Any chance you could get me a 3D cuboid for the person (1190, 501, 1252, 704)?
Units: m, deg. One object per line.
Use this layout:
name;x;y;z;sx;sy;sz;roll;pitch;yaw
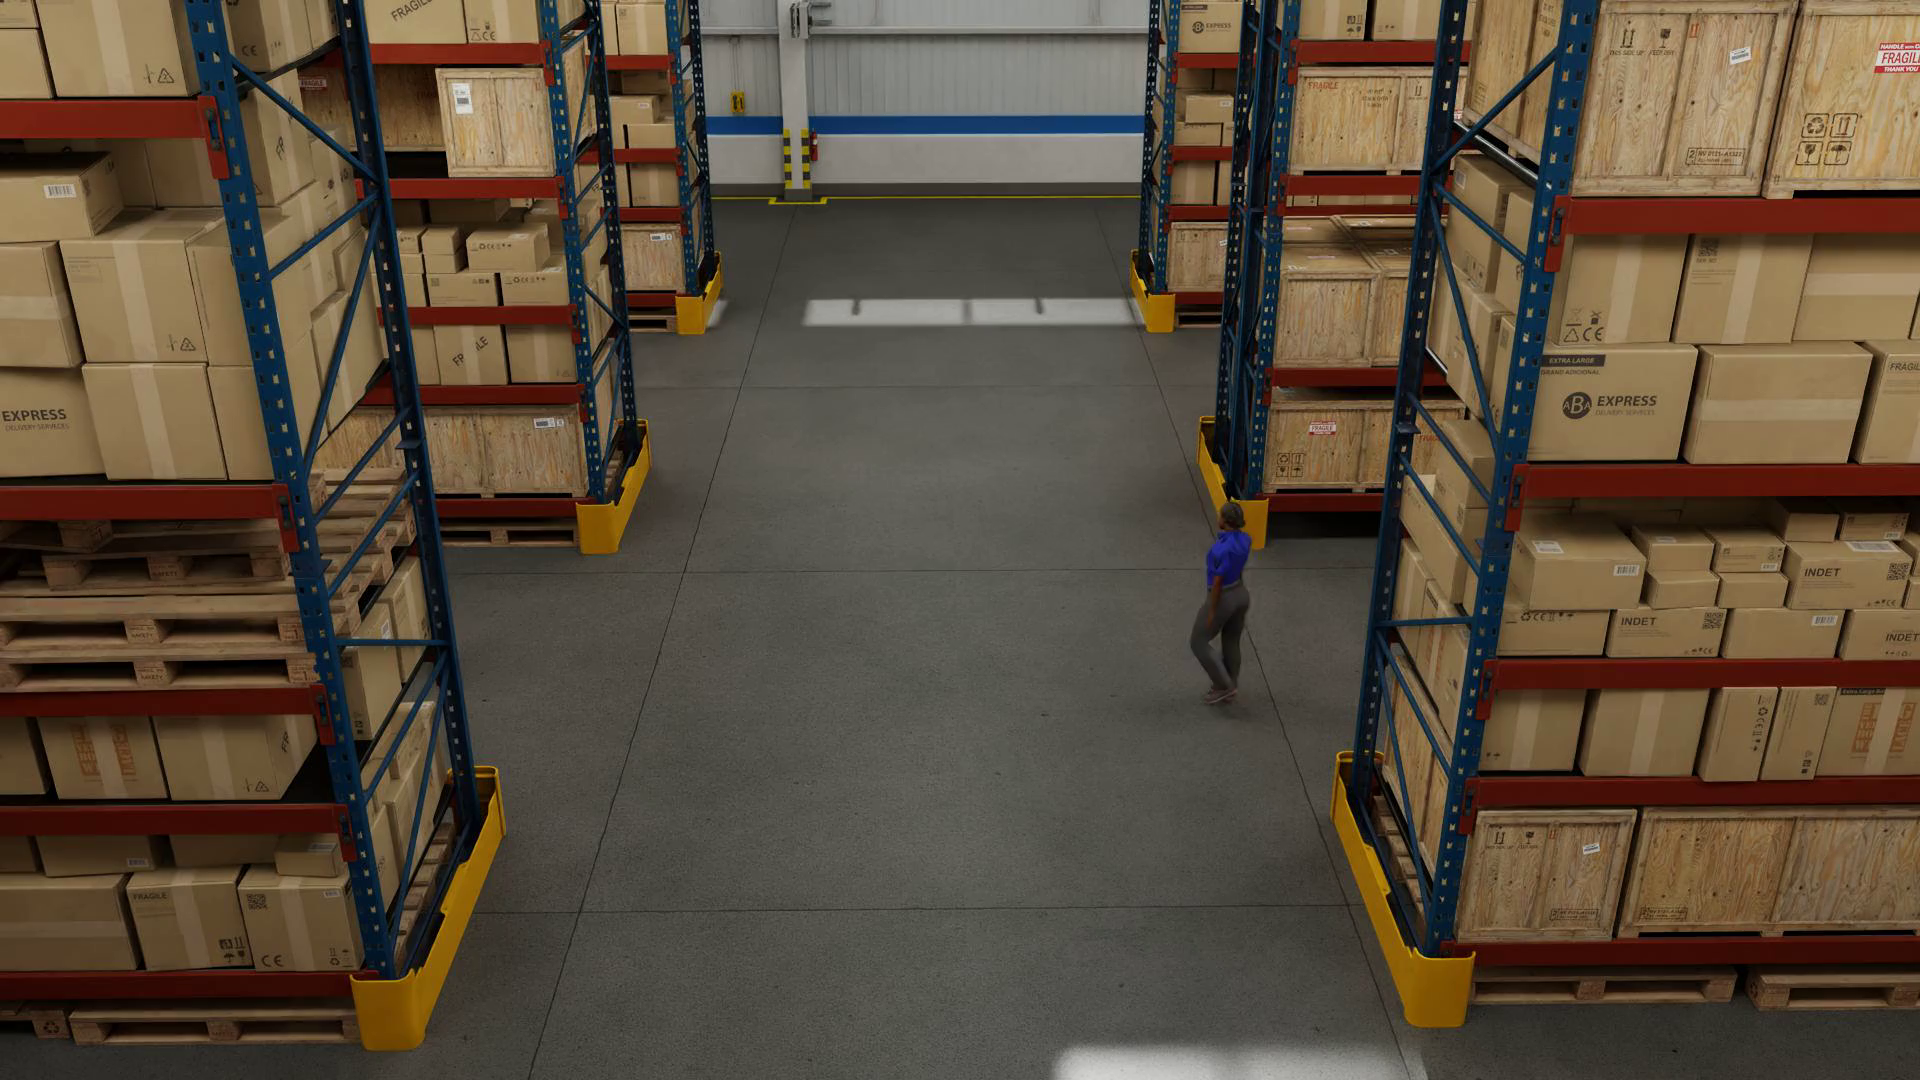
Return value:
person;2.083;0.499;12.895;0.466;1.652;0.435;-20;32;-37
